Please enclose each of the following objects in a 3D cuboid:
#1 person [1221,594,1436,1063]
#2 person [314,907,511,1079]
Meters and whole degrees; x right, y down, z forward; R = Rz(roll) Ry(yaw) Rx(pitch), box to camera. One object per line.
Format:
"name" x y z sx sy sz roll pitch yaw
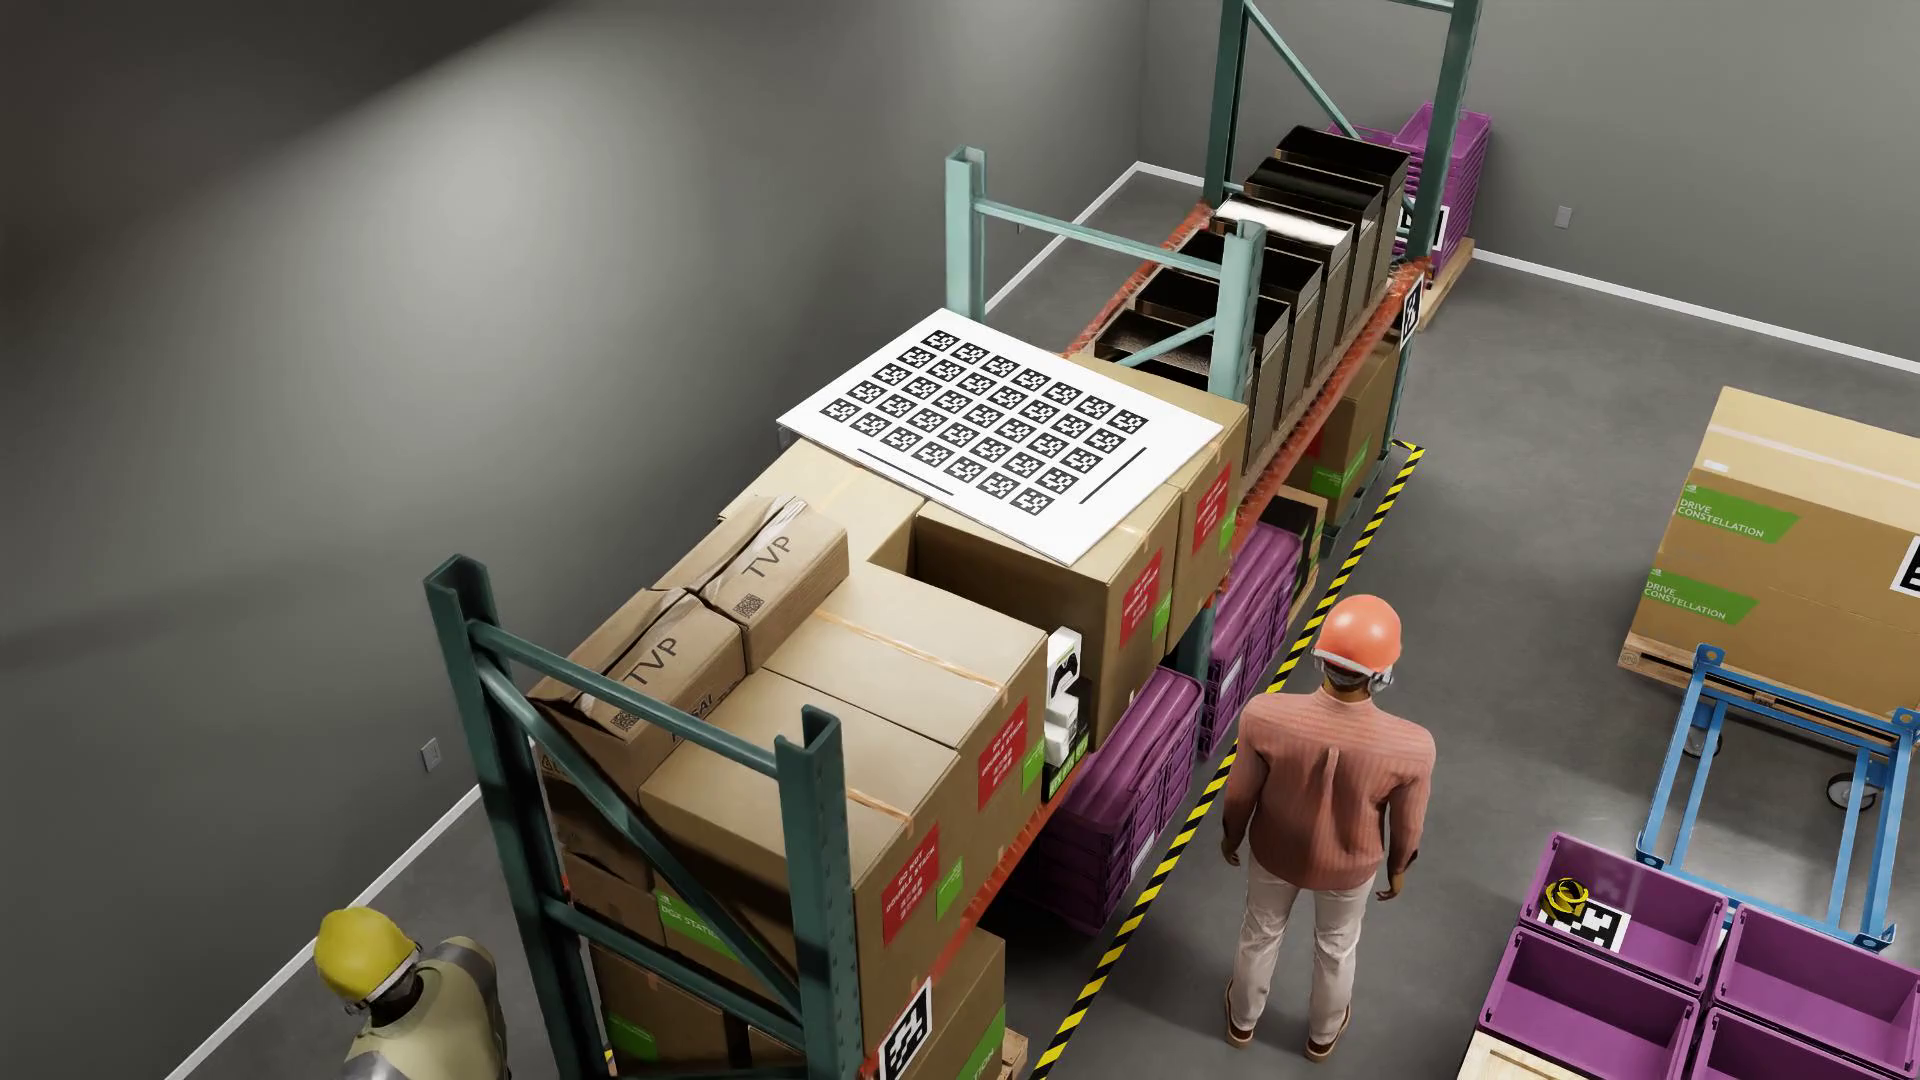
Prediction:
"person" 1.156 0.975 5.399 0.623 1.982 0.402 10 41 12
"person" -1.471 1.660 4.710 0.404 1.819 0.591 12 42 14
